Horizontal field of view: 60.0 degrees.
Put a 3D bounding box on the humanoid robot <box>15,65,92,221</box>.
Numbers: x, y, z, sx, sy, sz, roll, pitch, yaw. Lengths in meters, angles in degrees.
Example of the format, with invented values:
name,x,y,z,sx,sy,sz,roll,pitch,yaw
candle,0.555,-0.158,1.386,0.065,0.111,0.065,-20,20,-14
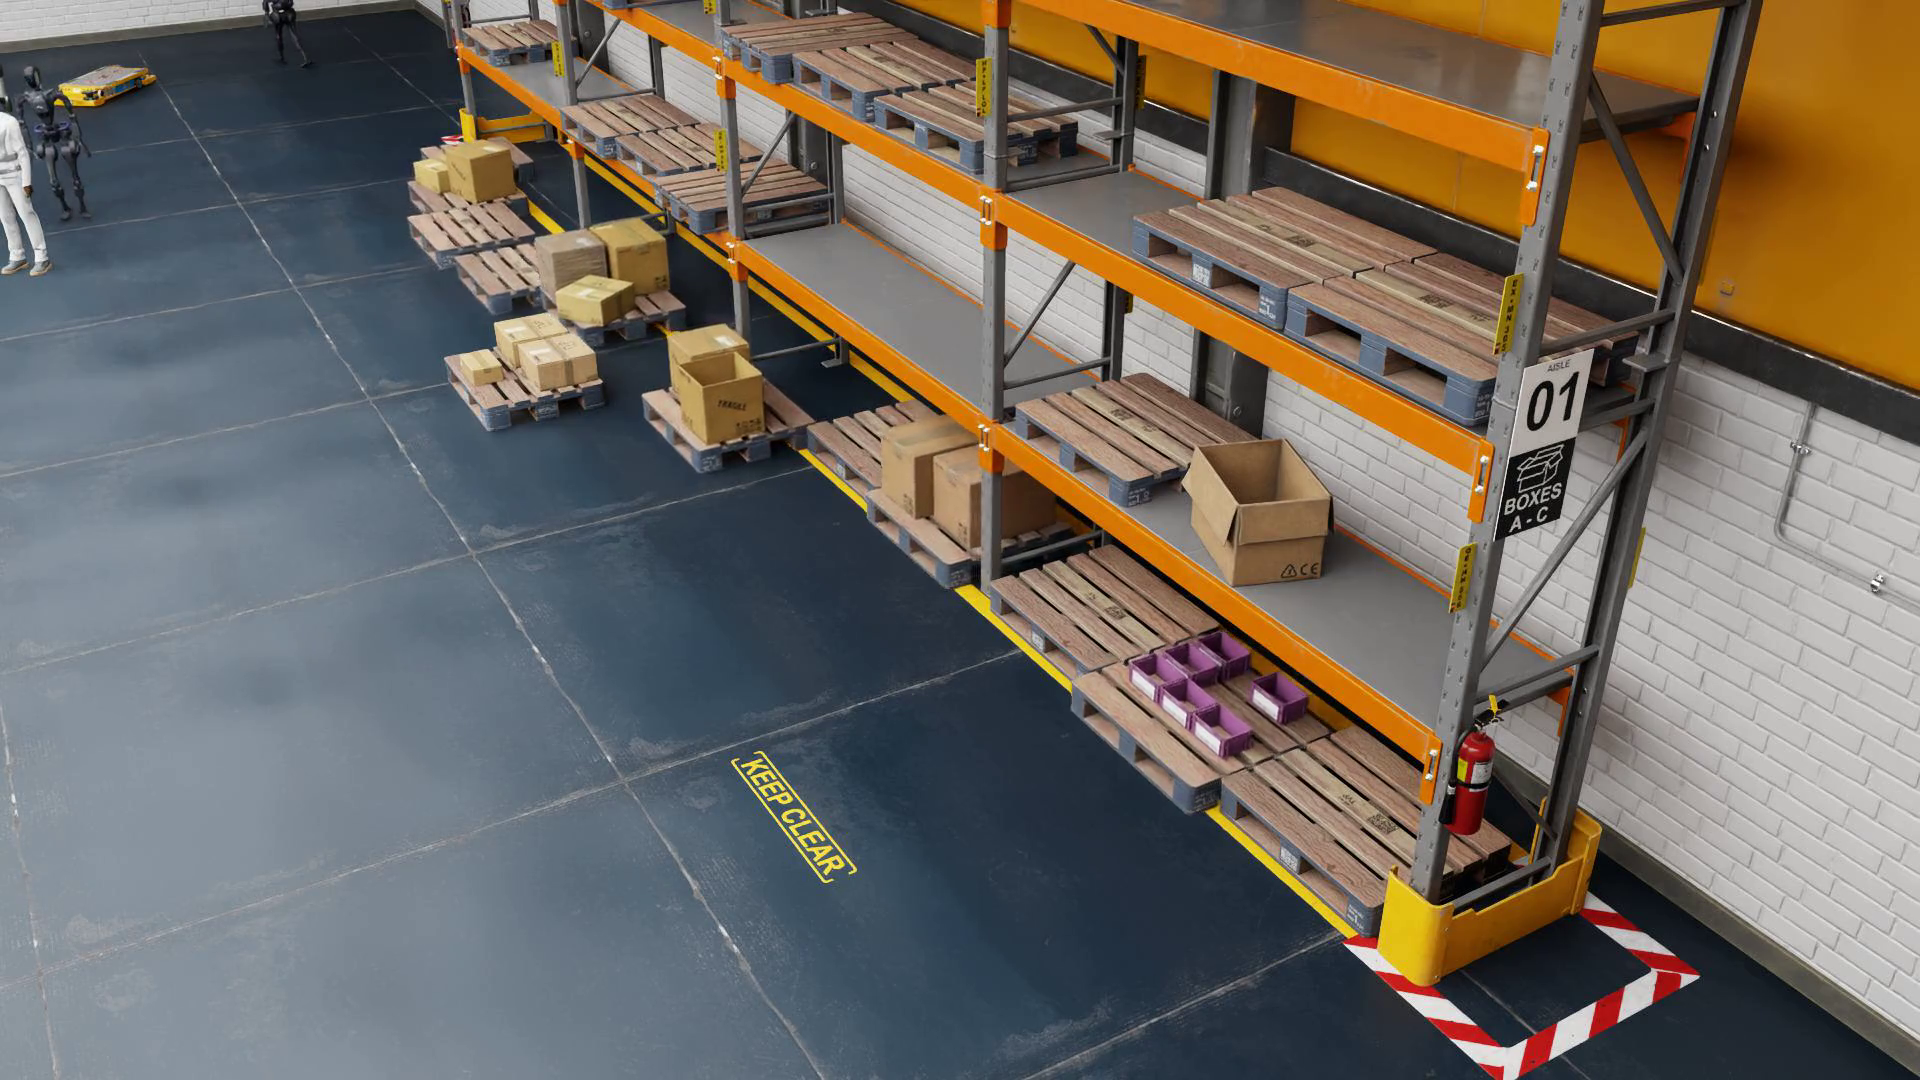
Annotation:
name,x,y,z,sx,sy,sz,roll,pitch,yaw
humanoid robot,-9.579,-4.210,17.640,0.611,1.646,0.384,-8,31,-14

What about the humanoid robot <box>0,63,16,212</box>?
name,x,y,z,sx,sy,sz,roll,pitch,yaw
humanoid robot,-10.370,-4.366,17.873,0.556,1.786,0.884,-21,36,-32

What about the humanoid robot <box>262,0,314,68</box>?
name,x,y,z,sx,sy,sz,roll,pitch,yaw
humanoid robot,-9.592,-7.509,23.536,0.791,1.622,0.600,9,31,16

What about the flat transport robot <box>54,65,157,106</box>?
name,x,y,z,sx,sy,sz,roll,pitch,yaw
flat transport robot,-11.570,-6.129,22.453,0.659,0.231,1.431,4,30,8

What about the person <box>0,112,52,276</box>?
name,x,y,z,sx,sy,sz,roll,pitch,yaw
person,-9.298,-3.504,16.183,0.577,1.882,0.354,5,30,8
